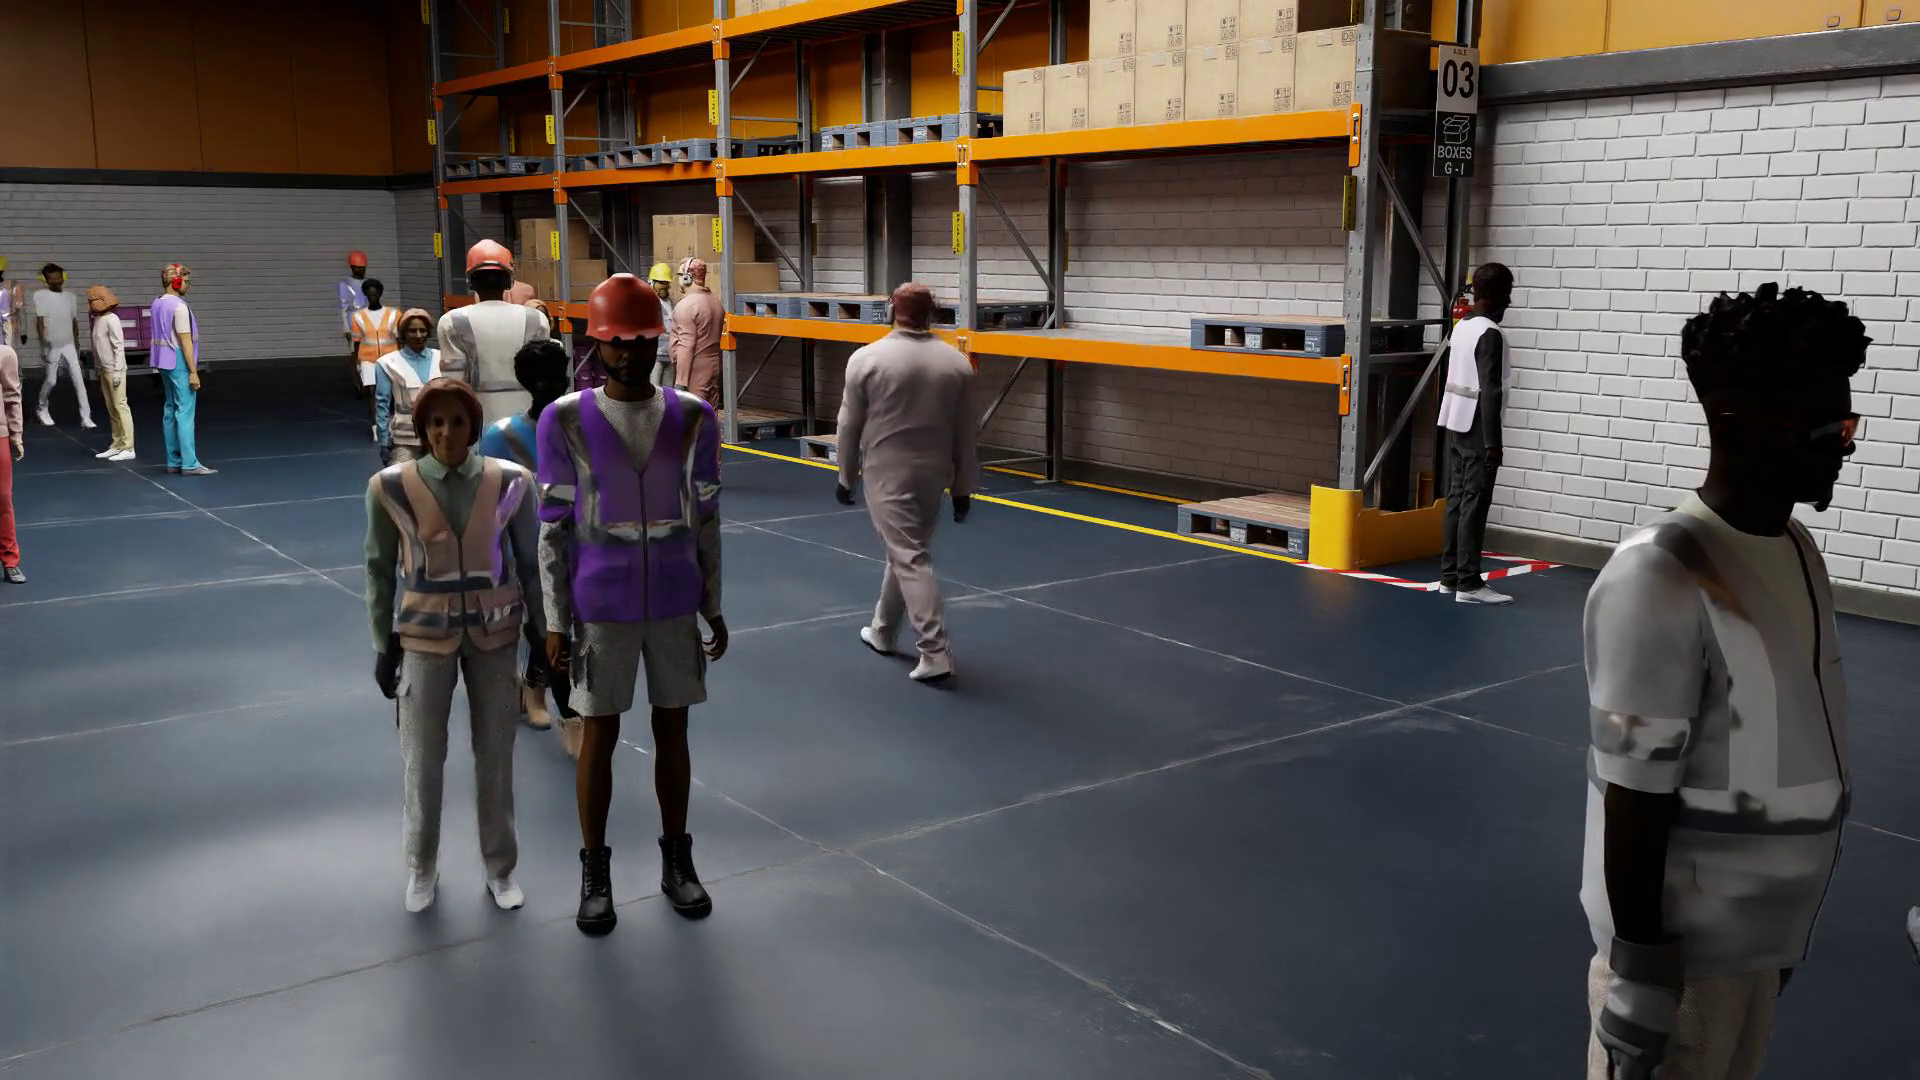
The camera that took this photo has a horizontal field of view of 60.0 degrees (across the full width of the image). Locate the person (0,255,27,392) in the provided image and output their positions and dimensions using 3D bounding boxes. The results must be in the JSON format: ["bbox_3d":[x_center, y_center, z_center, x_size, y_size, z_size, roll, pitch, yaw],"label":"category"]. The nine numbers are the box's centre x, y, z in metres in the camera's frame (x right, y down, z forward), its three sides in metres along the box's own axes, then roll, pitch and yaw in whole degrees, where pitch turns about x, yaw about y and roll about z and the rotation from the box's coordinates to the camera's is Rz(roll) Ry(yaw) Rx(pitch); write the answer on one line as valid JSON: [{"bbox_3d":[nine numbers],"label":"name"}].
[{"bbox_3d":[-12.287,-2.715,21.317,0.628,1.901,0.648,-2,10,-12],"label":"person"}]

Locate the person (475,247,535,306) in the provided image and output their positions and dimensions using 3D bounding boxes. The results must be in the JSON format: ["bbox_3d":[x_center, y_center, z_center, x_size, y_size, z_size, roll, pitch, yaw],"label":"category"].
[{"bbox_3d":[-4.401,-1.840,16.150,0.613,1.985,0.402,-7,12,-34],"label":"person"}]

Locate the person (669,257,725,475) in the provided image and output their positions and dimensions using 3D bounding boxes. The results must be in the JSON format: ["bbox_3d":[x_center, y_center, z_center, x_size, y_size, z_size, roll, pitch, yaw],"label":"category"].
[{"bbox_3d":[-2.154,-1.326,13.493,0.407,1.908,0.641,3,11,16],"label":"person"}]

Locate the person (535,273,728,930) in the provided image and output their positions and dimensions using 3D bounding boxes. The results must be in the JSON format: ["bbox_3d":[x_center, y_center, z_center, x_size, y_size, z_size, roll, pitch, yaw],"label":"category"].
[{"bbox_3d":[-0.954,0.189,4.919,0.552,1.935,0.366,-4,11,-22],"label":"person"}]

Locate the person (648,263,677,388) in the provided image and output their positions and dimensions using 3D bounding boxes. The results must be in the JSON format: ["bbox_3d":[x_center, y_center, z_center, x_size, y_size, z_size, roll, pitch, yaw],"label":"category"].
[{"bbox_3d":[-2.969,-1.826,16.519,0.404,1.825,0.592,5,11,26],"label":"person"}]

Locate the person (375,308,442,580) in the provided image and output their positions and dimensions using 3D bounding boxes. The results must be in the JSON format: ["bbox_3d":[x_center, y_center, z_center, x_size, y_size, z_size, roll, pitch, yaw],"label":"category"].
[{"bbox_3d":[-3.272,-0.581,10.082,0.530,1.636,0.324,-8,13,-36],"label":"person"}]

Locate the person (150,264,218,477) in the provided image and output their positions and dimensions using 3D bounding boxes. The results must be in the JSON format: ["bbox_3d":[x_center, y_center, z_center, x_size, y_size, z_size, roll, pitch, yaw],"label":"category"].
[{"bbox_3d":[-6.814,-1.469,14.475,0.563,1.842,0.390,9,13,40],"label":"person"}]

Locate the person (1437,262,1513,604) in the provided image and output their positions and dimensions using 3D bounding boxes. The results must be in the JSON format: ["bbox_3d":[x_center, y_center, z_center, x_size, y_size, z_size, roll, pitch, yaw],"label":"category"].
[{"bbox_3d":[2.921,-0.602,9.416,0.393,1.915,0.591,0,10,-2],"label":"person"}]

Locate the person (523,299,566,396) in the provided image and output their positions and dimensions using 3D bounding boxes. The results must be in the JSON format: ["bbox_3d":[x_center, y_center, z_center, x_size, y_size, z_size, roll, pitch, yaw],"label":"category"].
[{"bbox_3d":[-2.970,-0.873,11.720,0.284,1.633,0.497,8,13,38],"label":"person"}]

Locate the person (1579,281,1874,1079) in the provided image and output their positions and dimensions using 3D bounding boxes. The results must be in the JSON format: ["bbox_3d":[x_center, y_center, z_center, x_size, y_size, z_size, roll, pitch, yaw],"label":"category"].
[{"bbox_3d":[1.178,0.585,2.618,0.361,1.963,0.613,10,14,43],"label":"person"}]

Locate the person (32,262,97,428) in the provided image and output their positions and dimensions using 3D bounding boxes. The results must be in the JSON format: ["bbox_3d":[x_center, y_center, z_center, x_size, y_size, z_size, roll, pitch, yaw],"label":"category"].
[{"bbox_3d":[-9.980,-2.148,18.369,0.880,1.826,0.515,9,13,41],"label":"person"}]

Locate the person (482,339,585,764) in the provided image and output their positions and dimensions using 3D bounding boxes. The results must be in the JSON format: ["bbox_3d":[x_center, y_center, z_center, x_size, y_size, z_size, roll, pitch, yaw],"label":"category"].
[{"bbox_3d":[-1.643,0.020,6.658,0.536,1.656,0.850,-10,14,-43],"label":"person"}]

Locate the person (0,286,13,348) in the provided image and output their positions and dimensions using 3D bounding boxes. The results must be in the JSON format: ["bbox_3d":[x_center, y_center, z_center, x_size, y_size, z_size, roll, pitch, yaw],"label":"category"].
[{"bbox_3d":[-10.341,-2.068,17.591,0.587,1.927,0.367,-5,11,-25],"label":"person"}]

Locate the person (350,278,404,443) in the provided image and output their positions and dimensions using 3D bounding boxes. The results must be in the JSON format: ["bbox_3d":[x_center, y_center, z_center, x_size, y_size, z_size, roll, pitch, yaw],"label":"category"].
[{"bbox_3d":[-5.969,-1.855,17.099,0.535,1.673,0.723,-4,11,-19],"label":"person"}]

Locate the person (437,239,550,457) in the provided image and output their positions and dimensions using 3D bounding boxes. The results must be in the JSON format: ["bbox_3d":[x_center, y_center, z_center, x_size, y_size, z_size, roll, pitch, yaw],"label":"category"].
[{"bbox_3d":[-2.542,-0.615,9.133,0.614,2.039,0.392,-6,12,-30],"label":"person"}]

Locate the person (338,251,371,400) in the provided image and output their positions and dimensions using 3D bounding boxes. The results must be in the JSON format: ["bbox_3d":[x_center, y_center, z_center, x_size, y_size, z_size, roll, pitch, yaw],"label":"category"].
[{"bbox_3d":[-7.615,-2.734,21.336,0.736,1.915,0.574,8,13,37],"label":"person"}]

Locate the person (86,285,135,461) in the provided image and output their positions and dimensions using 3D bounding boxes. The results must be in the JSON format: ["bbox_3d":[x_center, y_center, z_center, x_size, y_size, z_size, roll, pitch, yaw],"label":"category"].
[{"bbox_3d":[-7.961,-1.561,15.572,0.288,1.633,0.501,-10,14,-44],"label":"person"}]

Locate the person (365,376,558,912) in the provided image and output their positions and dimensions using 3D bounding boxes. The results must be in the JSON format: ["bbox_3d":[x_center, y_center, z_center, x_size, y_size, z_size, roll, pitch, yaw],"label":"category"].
[{"bbox_3d":[-1.510,0.318,5.049,0.532,1.640,0.313,-4,11,-23],"label":"person"}]

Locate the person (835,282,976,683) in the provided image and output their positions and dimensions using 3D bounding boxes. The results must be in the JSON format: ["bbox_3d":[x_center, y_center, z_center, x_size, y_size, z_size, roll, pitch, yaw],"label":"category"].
[{"bbox_3d":[-0.251,-0.281,7.848,0.628,1.851,1.025,-6,12,-30],"label":"person"}]

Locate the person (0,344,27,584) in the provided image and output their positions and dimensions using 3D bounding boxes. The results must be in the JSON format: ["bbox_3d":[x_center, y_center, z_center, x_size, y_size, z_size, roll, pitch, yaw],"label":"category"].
[{"bbox_3d":[-5.801,-0.597,9.795,0.525,1.772,0.301,-7,12,-33],"label":"person"}]

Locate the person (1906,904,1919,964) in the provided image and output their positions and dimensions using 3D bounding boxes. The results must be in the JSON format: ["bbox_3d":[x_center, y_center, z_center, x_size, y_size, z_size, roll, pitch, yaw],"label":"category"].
[{"bbox_3d":[2.771,0.433,4.193,0.559,1.713,0.934,1,10,3],"label":"person"}]
